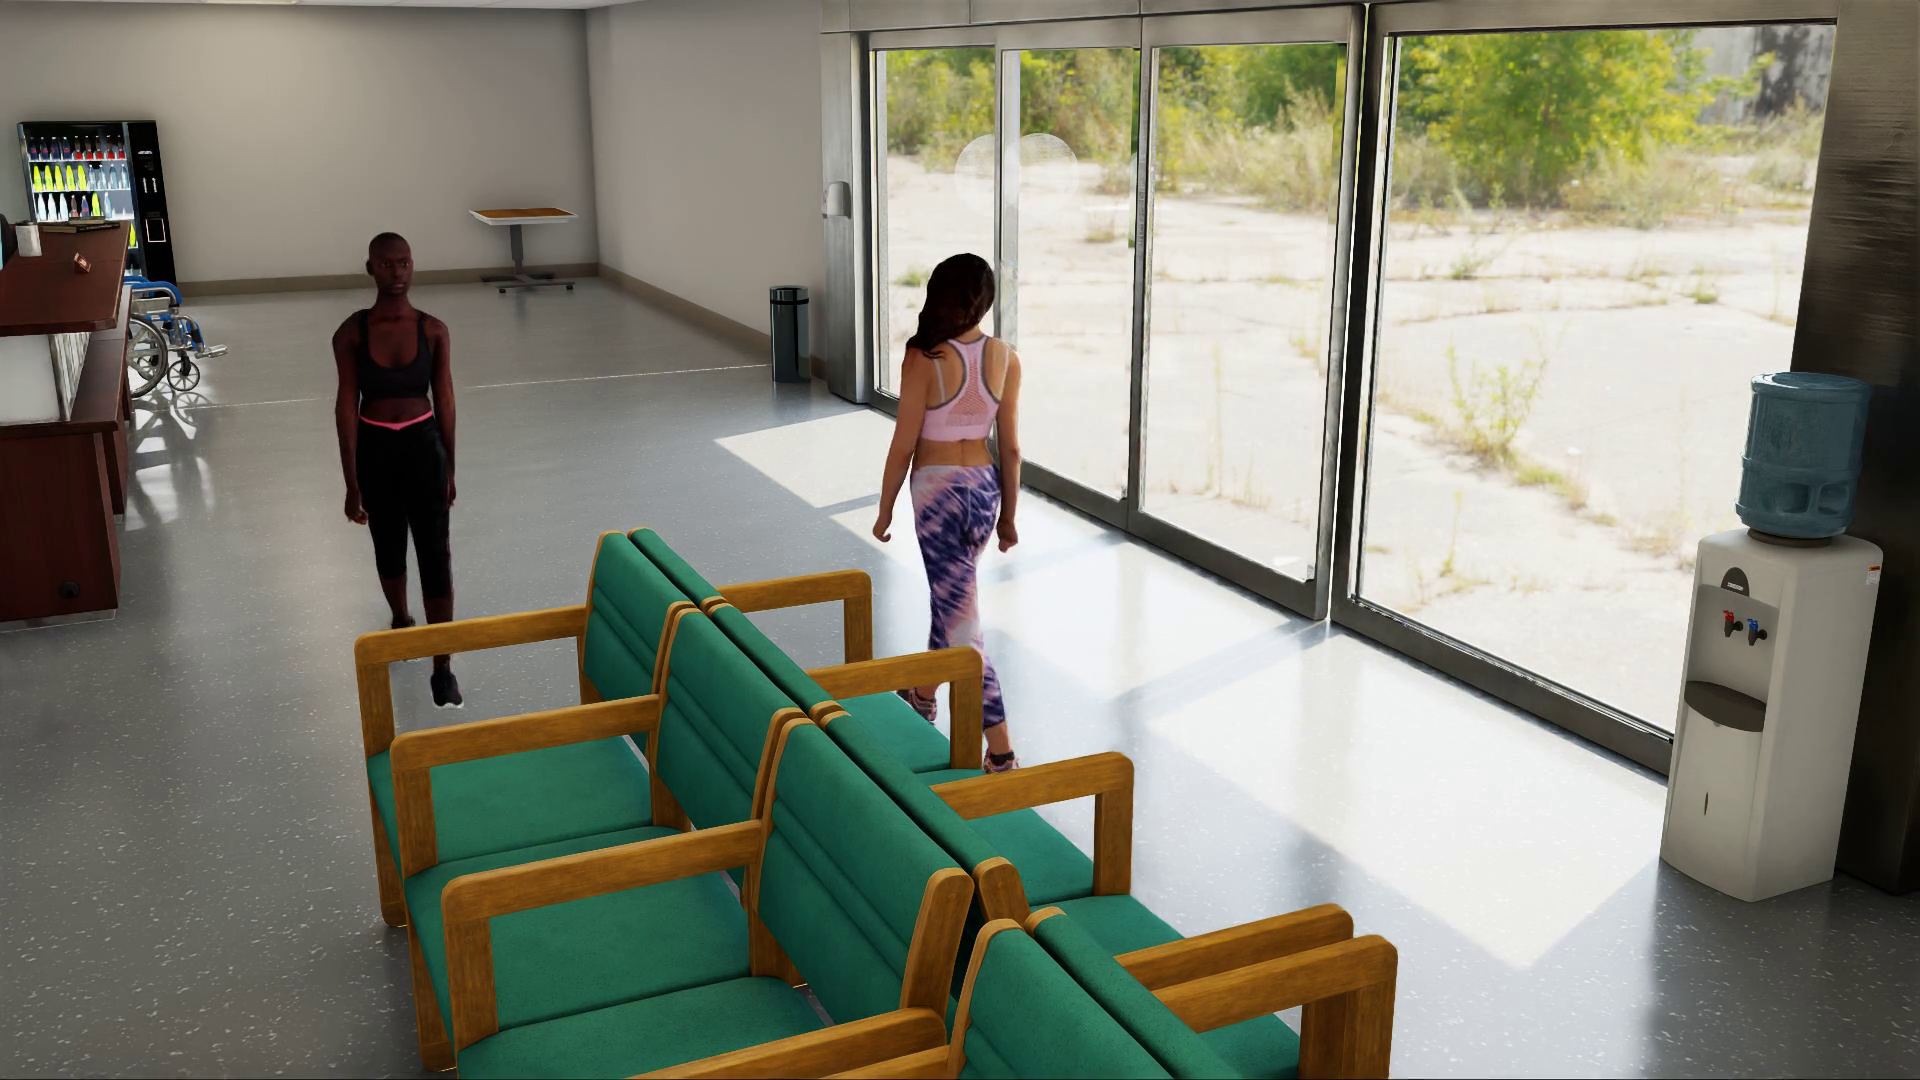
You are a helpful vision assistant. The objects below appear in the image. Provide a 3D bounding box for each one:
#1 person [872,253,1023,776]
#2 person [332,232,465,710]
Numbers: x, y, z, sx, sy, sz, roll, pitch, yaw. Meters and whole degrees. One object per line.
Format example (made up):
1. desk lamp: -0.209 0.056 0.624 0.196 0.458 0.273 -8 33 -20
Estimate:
1. person: 0.027 -0.020 5.431 1.145 1.720 0.762 -10 18 -31
2. person: -2.146 -0.275 6.343 1.123 1.716 0.713 -6 17 -20
